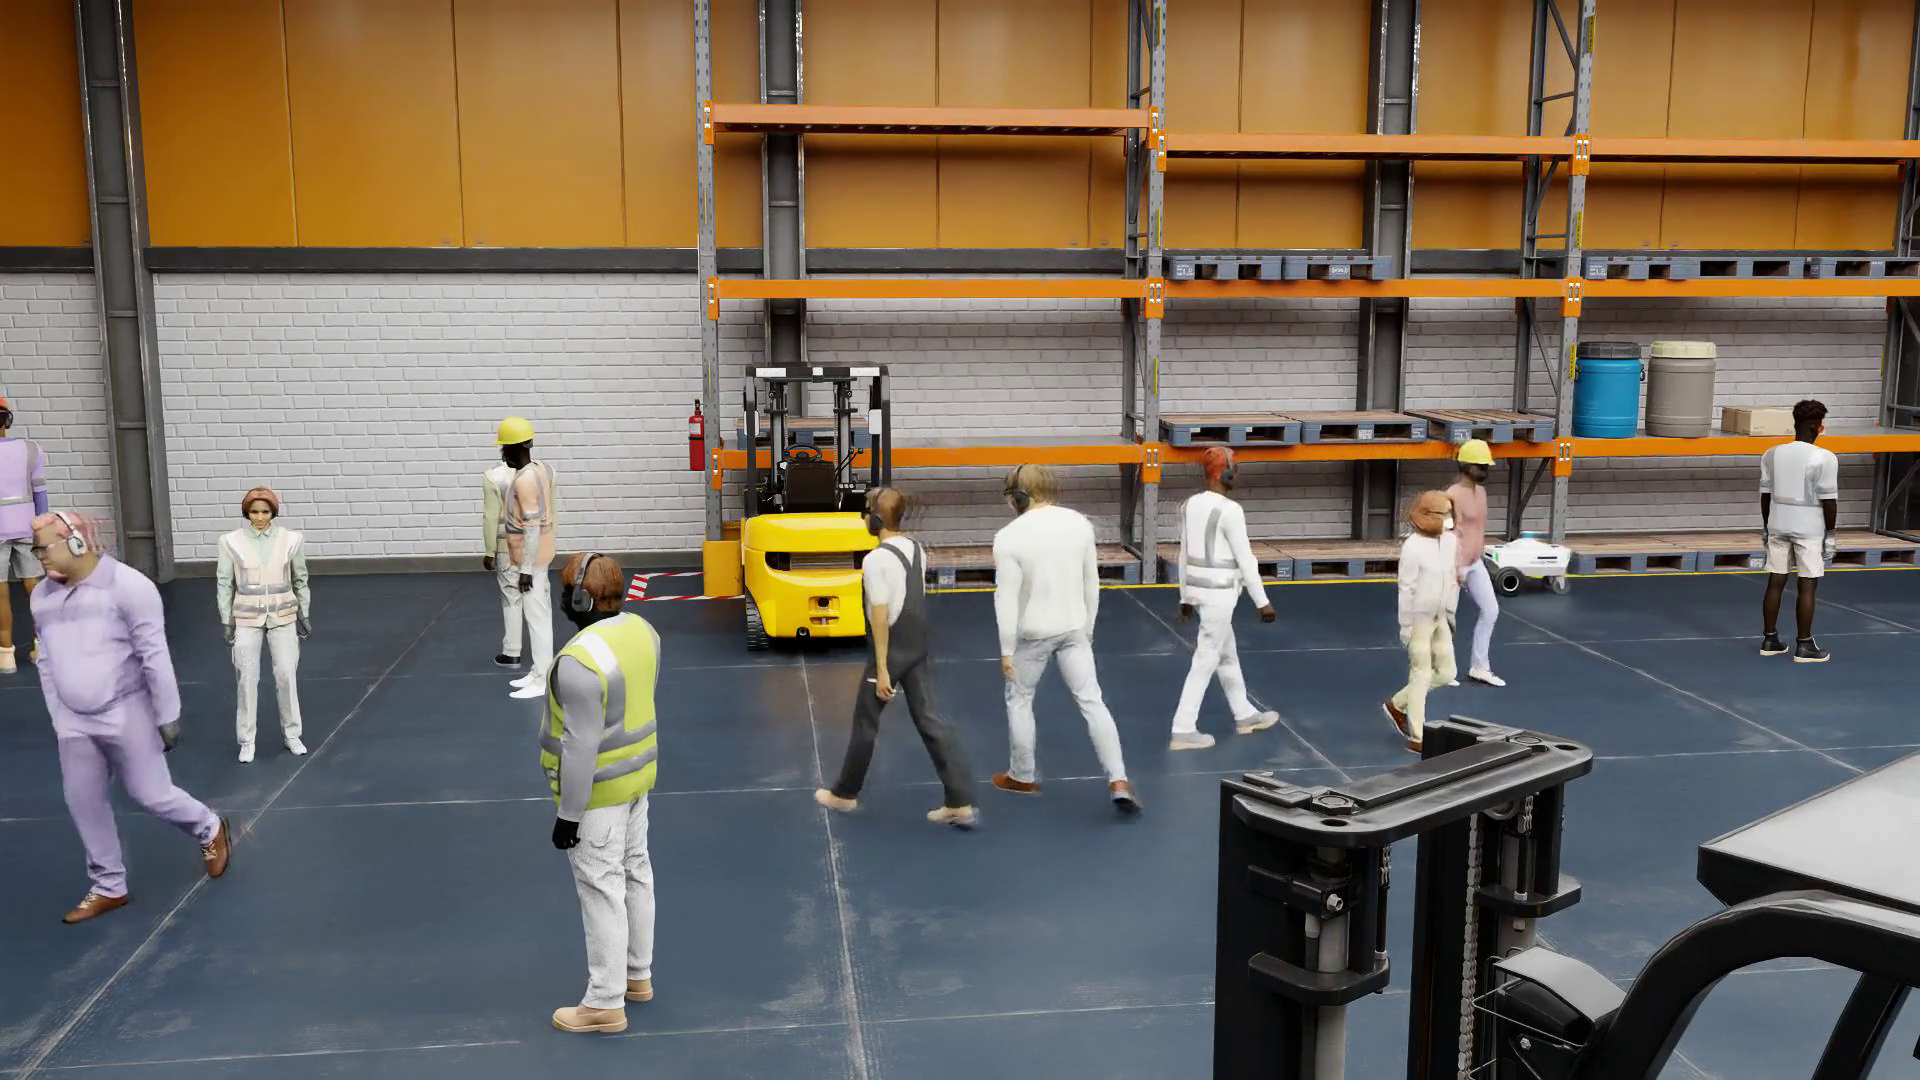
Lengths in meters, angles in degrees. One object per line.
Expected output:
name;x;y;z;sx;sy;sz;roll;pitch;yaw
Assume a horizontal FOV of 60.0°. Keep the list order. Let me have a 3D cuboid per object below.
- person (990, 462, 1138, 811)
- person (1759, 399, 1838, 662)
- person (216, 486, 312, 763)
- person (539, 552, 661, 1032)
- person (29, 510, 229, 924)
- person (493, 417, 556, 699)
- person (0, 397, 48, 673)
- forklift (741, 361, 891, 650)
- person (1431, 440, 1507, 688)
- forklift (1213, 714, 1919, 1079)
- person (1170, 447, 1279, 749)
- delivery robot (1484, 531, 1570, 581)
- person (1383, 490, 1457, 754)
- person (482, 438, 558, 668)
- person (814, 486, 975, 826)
person;0.552;0.531;8.951;0.666;1.885;0.915;-5;10;-28
person;6.263;-0.073;12.417;0.367;1.964;0.603;-5;10;-30
person;-4.131;0.492;9.899;0.514;1.640;0.310;-5;11;-30
person;-1.385;0.956;6.377;0.429;1.845;0.622;2;9;14
person;-3.787;0.757;7.551;0.673;1.868;0.691;2;9;14
person;-2.953;0.120;11.339;0.383;1.923;0.588;-2;9;-10
person;-6.939;-0.050;12.062;0.407;2.032;0.609;7;11;36
forklift;-1.154;-0.340;13.365;1.214;2.155;2.313;-1;9;-7
person;3.541;0.182;11.523;0.536;1.745;0.652;-8;12;-41
forklift;1.441;1.425;2.350;1.214;2.155;2.313;-7;12;-39
person;1.635;0.350;10.176;0.850;1.843;0.583;-3;10;-19
delivery robot;5.124;0.163;15.034;0.707;0.478;0.477;0;9;-3
person;2.770;0.489;9.966;0.524;1.615;0.417;-8;12;-41
person;-3.237;0.022;12.221;0.592;1.837;0.404;-8;12;-42
person;-0.314;0.608;8.728;0.978;1.796;0.527;6;11;34
